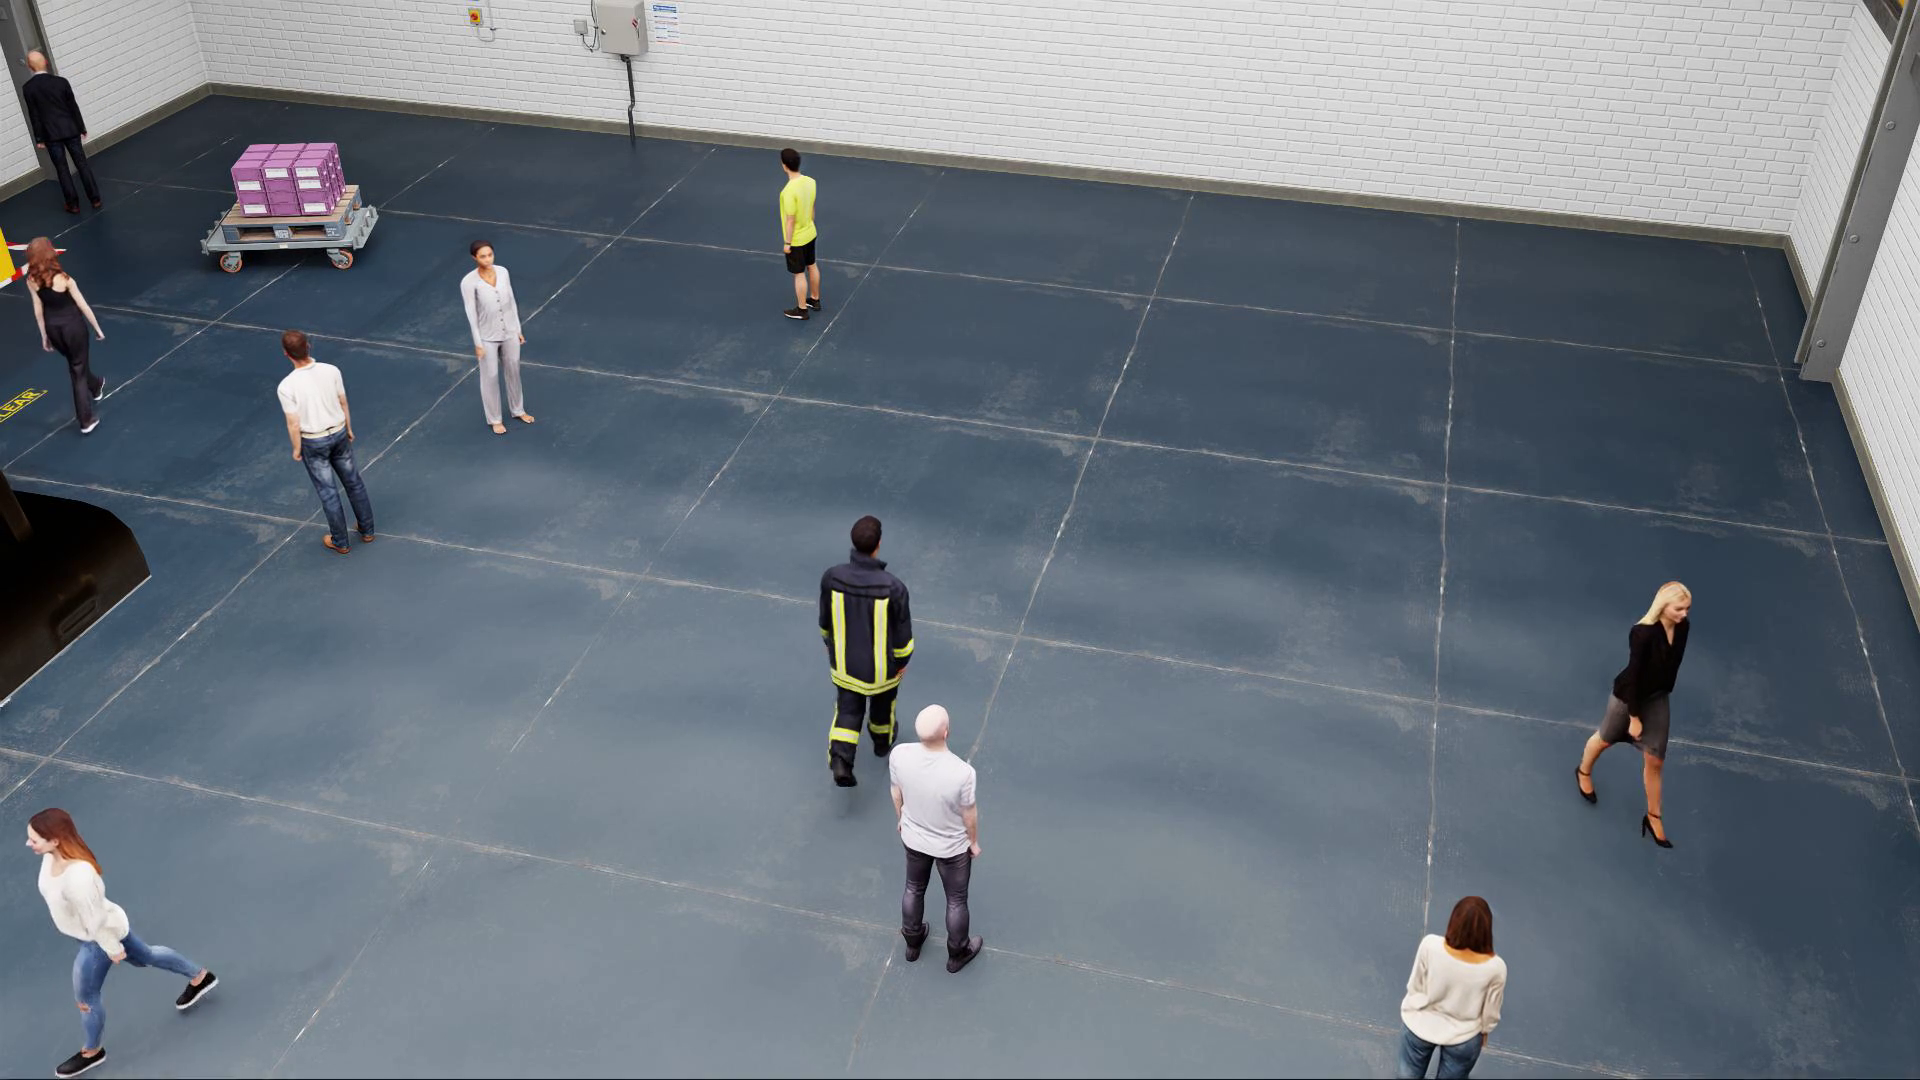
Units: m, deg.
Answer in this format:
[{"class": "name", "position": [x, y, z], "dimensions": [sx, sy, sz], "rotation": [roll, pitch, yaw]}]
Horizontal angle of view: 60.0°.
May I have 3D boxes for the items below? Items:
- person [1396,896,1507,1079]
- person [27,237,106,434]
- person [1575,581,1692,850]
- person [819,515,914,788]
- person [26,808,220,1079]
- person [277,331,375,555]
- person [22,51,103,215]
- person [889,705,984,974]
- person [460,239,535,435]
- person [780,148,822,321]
[{"class": "person", "position": [2.381, 2.396, 8.194], "dimensions": [0.641, 1.678, 0.586], "rotation": [14, 36, 19]}, {"class": "person", "position": [-7.755, -1.737, 14.381], "dimensions": [0.794, 1.712, 1.101], "rotation": [-2, 34, -3]}, {"class": "person", "position": [4.083, 0.972, 10.221], "dimensions": [0.992, 1.805, 1.106], "rotation": [-13, 36, -19]}, {"class": "person", "position": [-0.617, 0.743, 10.477], "dimensions": [0.771, 1.904, 1.083], "rotation": [9, 35, 13]}, {"class": "person", "position": [-4.450, 2.031, 8.767], "dimensions": [1.208, 1.651, 1.068], "rotation": [-23, 40, -31]}, {"class": "person", "position": [-4.873, -0.750, 12.773], "dimensions": [0.698, 1.848, 0.812], "rotation": [-28, 43, -35]}, {"class": "person", "position": [-10.025, -4.540, 18.521], "dimensions": [0.732, 1.797, 0.828], "rotation": [-23, 40, -30]}, {"class": "person", "position": [-0.138, 1.645, 9.185], "dimensions": [0.687, 1.833, 0.629], "rotation": [14, 36, 20]}, {"class": "person", "position": [-4.044, -1.797, 14.449], "dimensions": [0.770, 1.737, 0.654], "rotation": [29, 43, 36]}, {"class": "person", "position": [-1.565, -2.977, 16.322], "dimensions": [0.738, 1.628, 0.543], "rotation": [18, 37, 24]}]
